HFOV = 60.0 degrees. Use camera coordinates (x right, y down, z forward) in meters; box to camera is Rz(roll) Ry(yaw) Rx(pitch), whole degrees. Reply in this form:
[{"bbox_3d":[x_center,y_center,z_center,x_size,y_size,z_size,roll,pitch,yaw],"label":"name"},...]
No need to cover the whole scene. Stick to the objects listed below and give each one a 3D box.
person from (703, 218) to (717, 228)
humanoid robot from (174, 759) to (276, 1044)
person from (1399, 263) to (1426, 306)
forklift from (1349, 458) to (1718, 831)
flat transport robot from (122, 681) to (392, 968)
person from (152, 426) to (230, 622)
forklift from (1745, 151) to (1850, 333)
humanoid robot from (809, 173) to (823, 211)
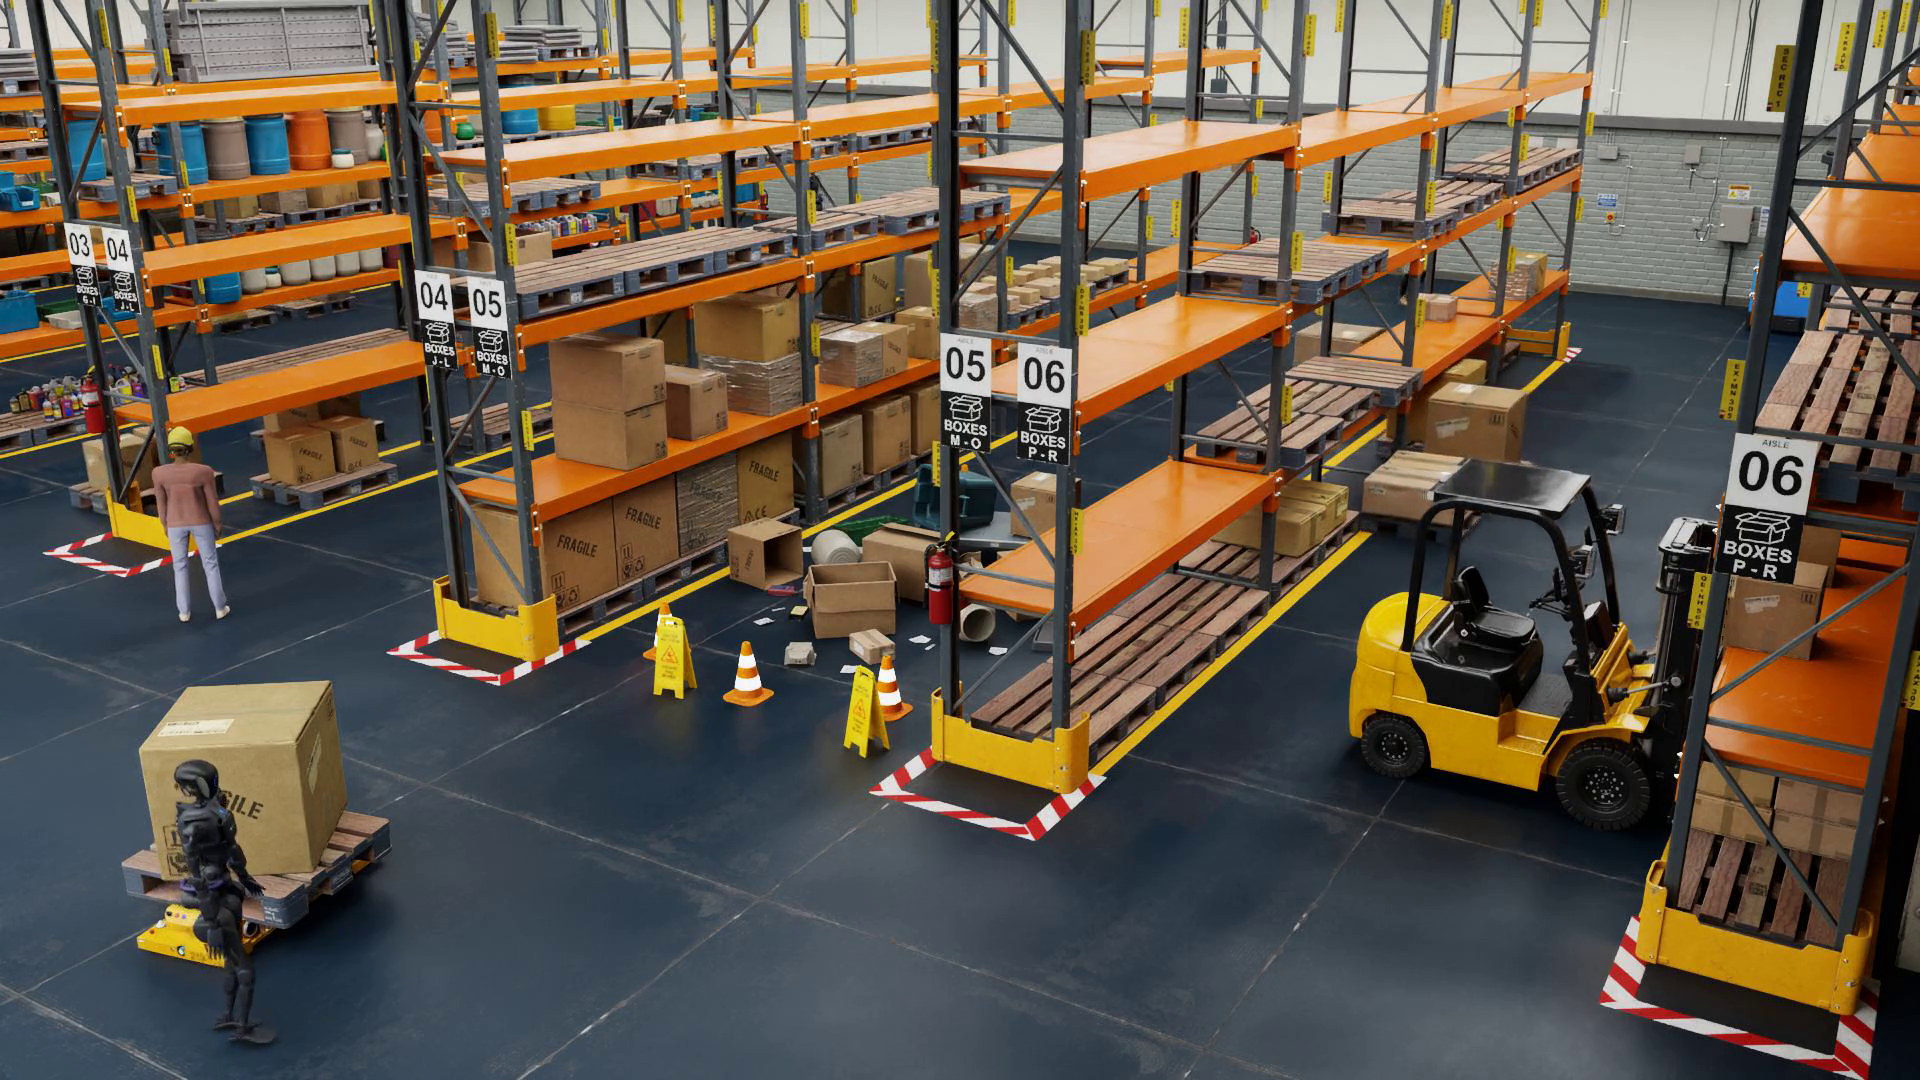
[{"bbox_3d":[-5.238,-7.062,34.863,0.491,1.688,0.347,-5,20,-15],"label":"person"},{"bbox_3d":[-3.917,1.915,8.917,0.412,1.656,0.591,-2,19,-6],"label":"humanoid robot"},{"bbox_3d":[7.797,-4.824,28.388,0.512,1.675,0.562,13,23,34],"label":"person"},{"bbox_3d":[3.988,0.658,11.776,2.313,2.155,1.214,11,22,29],"label":"forklift"},{"bbox_3d":[-4.346,2.161,10.368,0.659,0.231,1.431,6,20,18],"label":"flat transport robot"},{"bbox_3d":[-6.821,-0.142,14.757,0.515,1.759,0.344,-5,20,-15],"label":"person"},{"bbox_3d":[13.620,-4.667,26.137,1.873,2.768,1.129,11,22,29],"label":"forklift"},{"bbox_3d":[-3.028,-7.057,34.857,0.393,1.637,0.592,5,20,13],"label":"humanoid robot"}]
